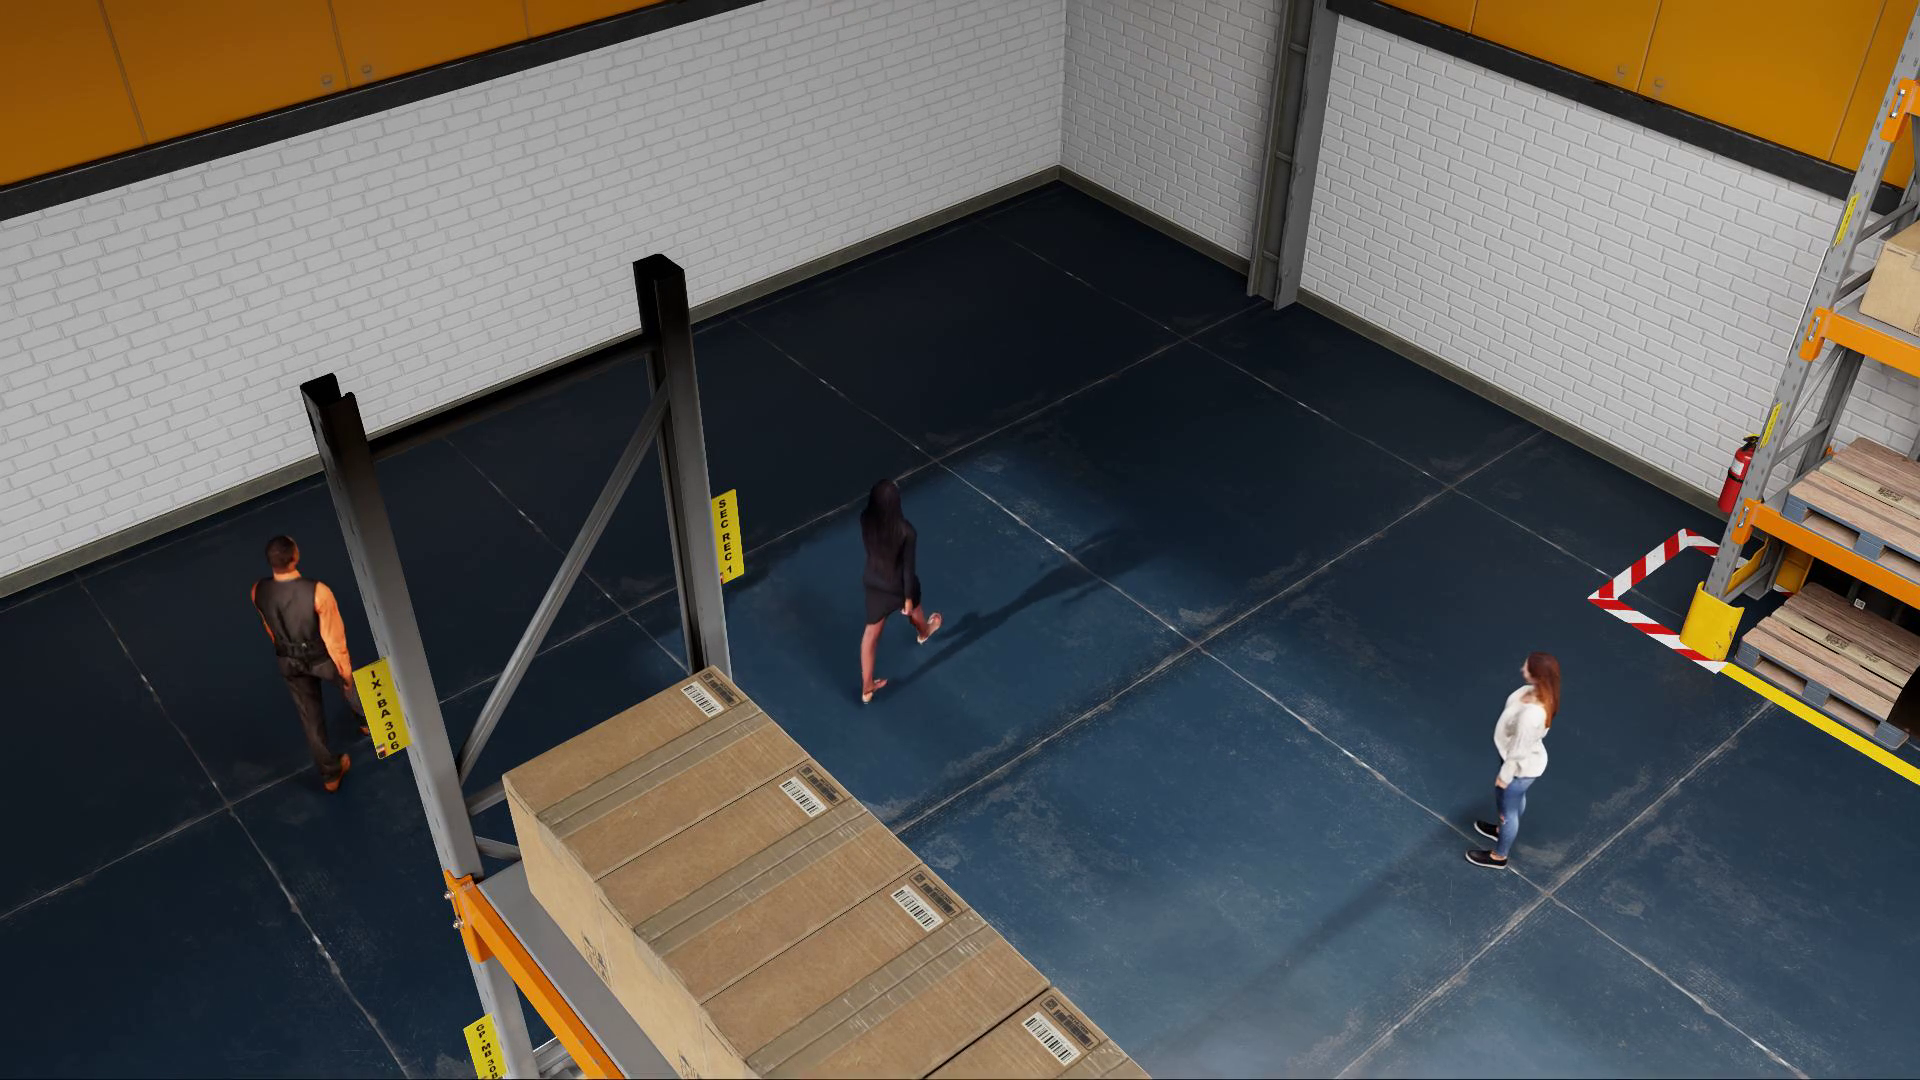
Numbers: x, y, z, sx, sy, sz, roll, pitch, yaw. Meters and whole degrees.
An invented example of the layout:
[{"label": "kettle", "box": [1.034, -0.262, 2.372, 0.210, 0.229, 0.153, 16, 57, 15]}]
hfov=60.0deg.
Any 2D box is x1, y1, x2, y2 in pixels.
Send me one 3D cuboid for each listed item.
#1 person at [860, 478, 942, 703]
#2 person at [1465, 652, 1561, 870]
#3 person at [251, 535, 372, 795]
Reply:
[{"label": "person", "box": [-0.527, 0.367, 11.292, 1.202, 1.663, 0.961, 20, 43, 24]}, {"label": "person", "box": [3.389, 1.327, 10.064, 0.668, 1.693, 0.688, 19, 43, 23]}, {"label": "person", "box": [-4.133, 0.838, 10.529, 1.122, 1.879, 1.193, 2, 39, 3]}]
